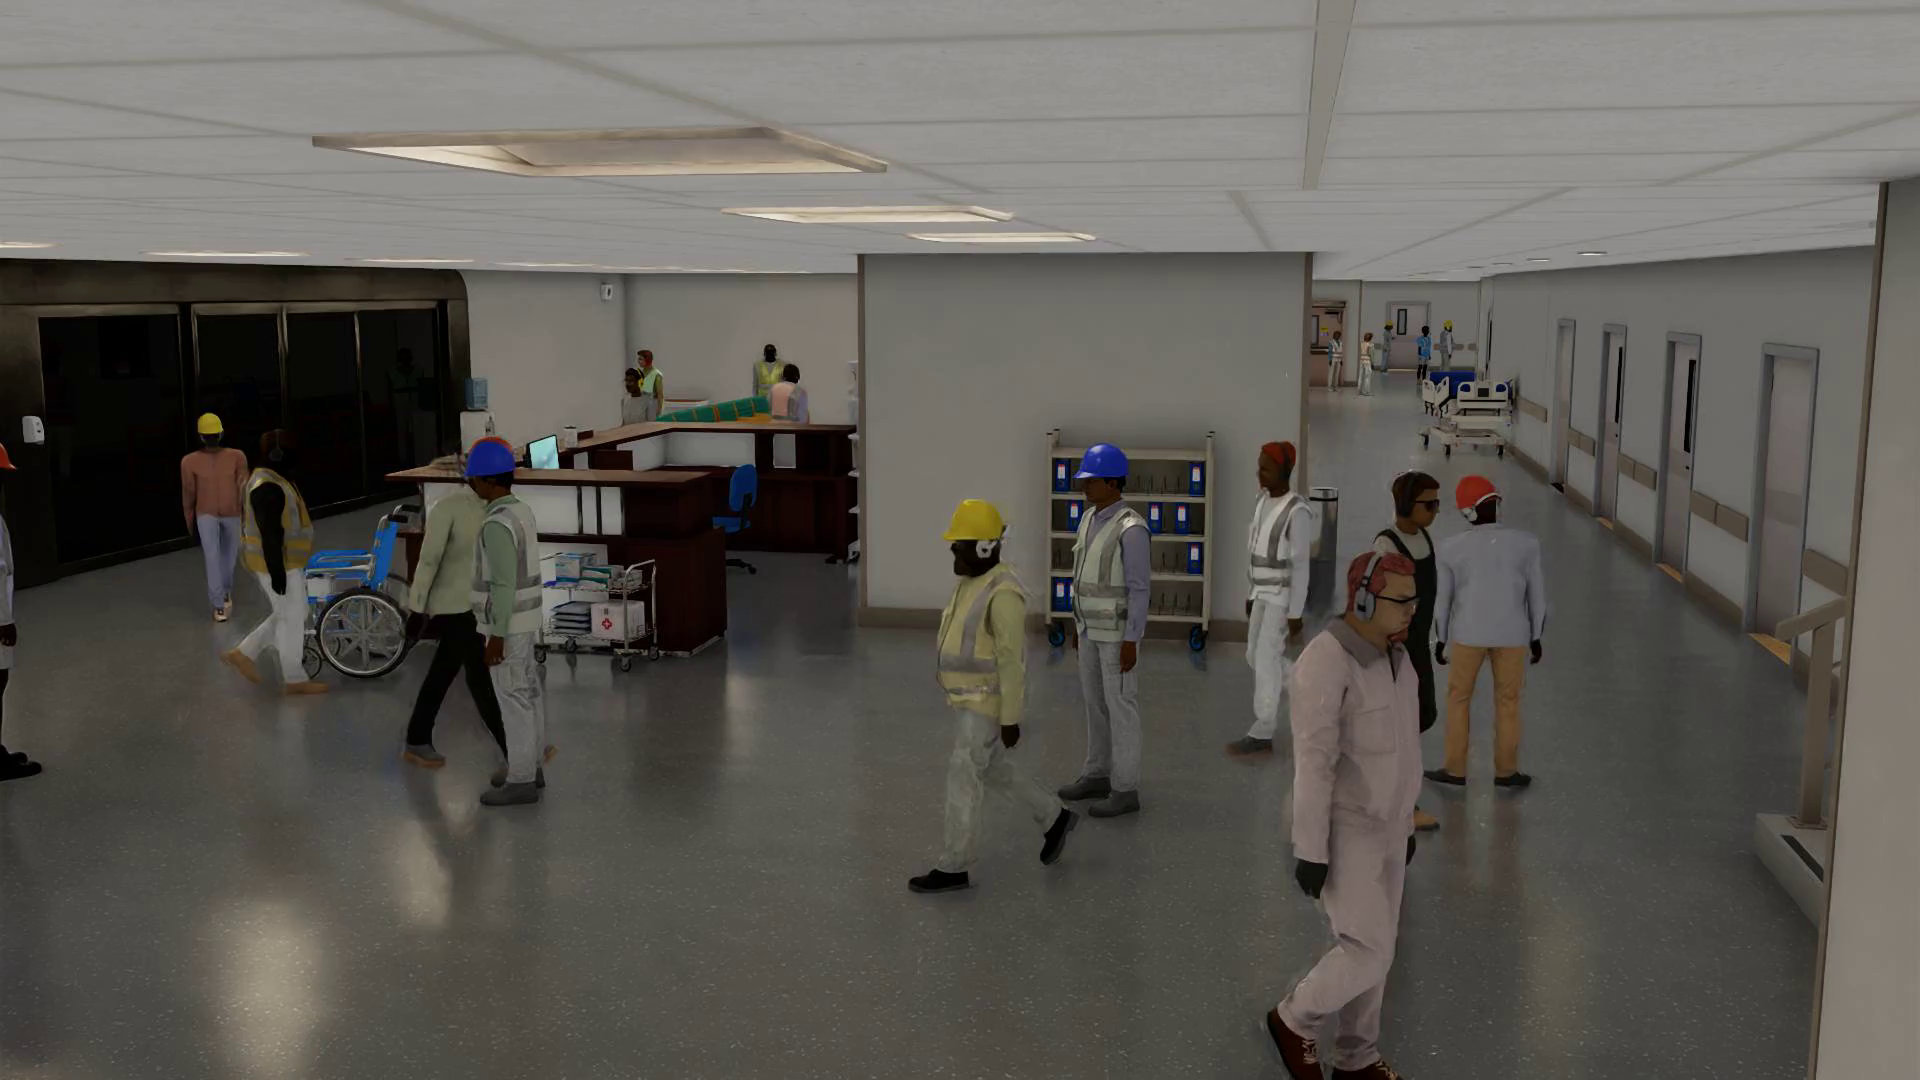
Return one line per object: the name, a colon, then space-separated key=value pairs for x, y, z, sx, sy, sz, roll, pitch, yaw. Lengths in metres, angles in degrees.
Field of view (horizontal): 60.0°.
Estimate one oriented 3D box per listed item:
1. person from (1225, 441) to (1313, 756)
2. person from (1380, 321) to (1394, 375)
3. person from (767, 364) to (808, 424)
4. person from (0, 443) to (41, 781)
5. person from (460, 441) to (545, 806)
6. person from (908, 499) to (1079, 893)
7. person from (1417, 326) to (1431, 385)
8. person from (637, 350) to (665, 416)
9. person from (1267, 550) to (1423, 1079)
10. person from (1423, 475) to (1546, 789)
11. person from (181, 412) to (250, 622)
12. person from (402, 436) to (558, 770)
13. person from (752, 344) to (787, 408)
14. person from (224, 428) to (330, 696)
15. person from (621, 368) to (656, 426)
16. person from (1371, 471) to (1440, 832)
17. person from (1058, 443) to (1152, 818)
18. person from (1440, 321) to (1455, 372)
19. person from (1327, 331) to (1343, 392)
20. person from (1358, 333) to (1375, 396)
person: x=1.918 y=0.341 z=9.803 sx=0.680 sy=1.866 sz=0.593 roll=-2 pitch=9 yaw=-12
person: x=13.732 y=-6.159 z=53.375 sx=0.339 sy=1.735 sz=0.482 roll=5 pitch=10 yaw=31
person: x=-2.135 y=-1.305 z=20.881 sx=0.630 sy=1.814 sz=0.534 roll=6 pitch=11 yaw=35
person: x=-5.431 y=0.383 z=9.318 sx=0.545 sy=1.929 sz=0.390 roll=8 pitch=11 yaw=41
person: x=-2.429 y=0.440 z=8.879 sx=0.407 sy=1.942 sz=0.615 roll=0 pitch=9 yaw=-3
person: x=0.170 y=0.701 z=7.632 sx=0.808 sy=1.807 sz=0.600 roll=-2 pitch=9 yaw=-16
person: x=13.362 y=-5.311 z=47.861 sx=0.535 sy=1.697 sz=0.318 roll=-6 pitch=11 yaw=-37
person: x=-4.654 y=-1.939 z=25.014 sx=0.395 sy=1.839 sz=0.564 roll=-8 pitch=12 yaw=-43
person: x=1.352 y=0.967 z=5.548 sx=0.425 sy=1.889 sz=0.659 roll=7 pitch=11 yaw=40
person: x=2.891 y=0.516 z=9.145 sx=0.640 sy=1.714 sz=0.348 roll=2 pitch=9 yaw=12
person: x=-6.252 y=-0.223 z=14.006 sx=0.523 sy=1.726 sz=0.874 roll=-6 pitch=10 yaw=-34
person: x=-2.764 y=0.372 z=9.433 sx=1.063 sy=1.906 sz=0.625 roll=2 pitch=9 yaw=14
person: x=-3.175 y=-2.376 z=27.952 sx=0.622 sy=1.835 sz=0.431 roll=0 pitch=9 yaw=-3
person: x=-4.613 y=0.160 z=11.161 sx=0.569 sy=1.828 sz=0.626 roll=-3 pitch=9 yaw=-16
person: x=-3.618 y=-0.999 z=18.677 sx=0.513 sy=1.872 sz=0.331 roll=5 pitch=10 yaw=30
person: x=2.233 y=0.548 z=8.516 sx=0.537 sy=1.833 sz=0.531 roll=8 pitch=12 yaw=43
person: x=0.766 y=0.463 z=8.714 sx=0.389 sy=1.947 sz=0.614 roll=-4 pitch=9 yaw=-24
person: x=14.210 y=-5.478 z=48.519 sx=0.403 sy=1.833 sz=0.586 roll=-1 pitch=9 yaw=-9
person: x=10.065 y=-4.788 z=44.589 sx=0.517 sy=1.636 sz=0.313 roll=-6 pitch=11 yaw=-36
person: x=10.498 y=-4.536 z=42.953 sx=0.318 sy=1.630 sz=0.514 roll=-5 pitch=10 yaw=-29
